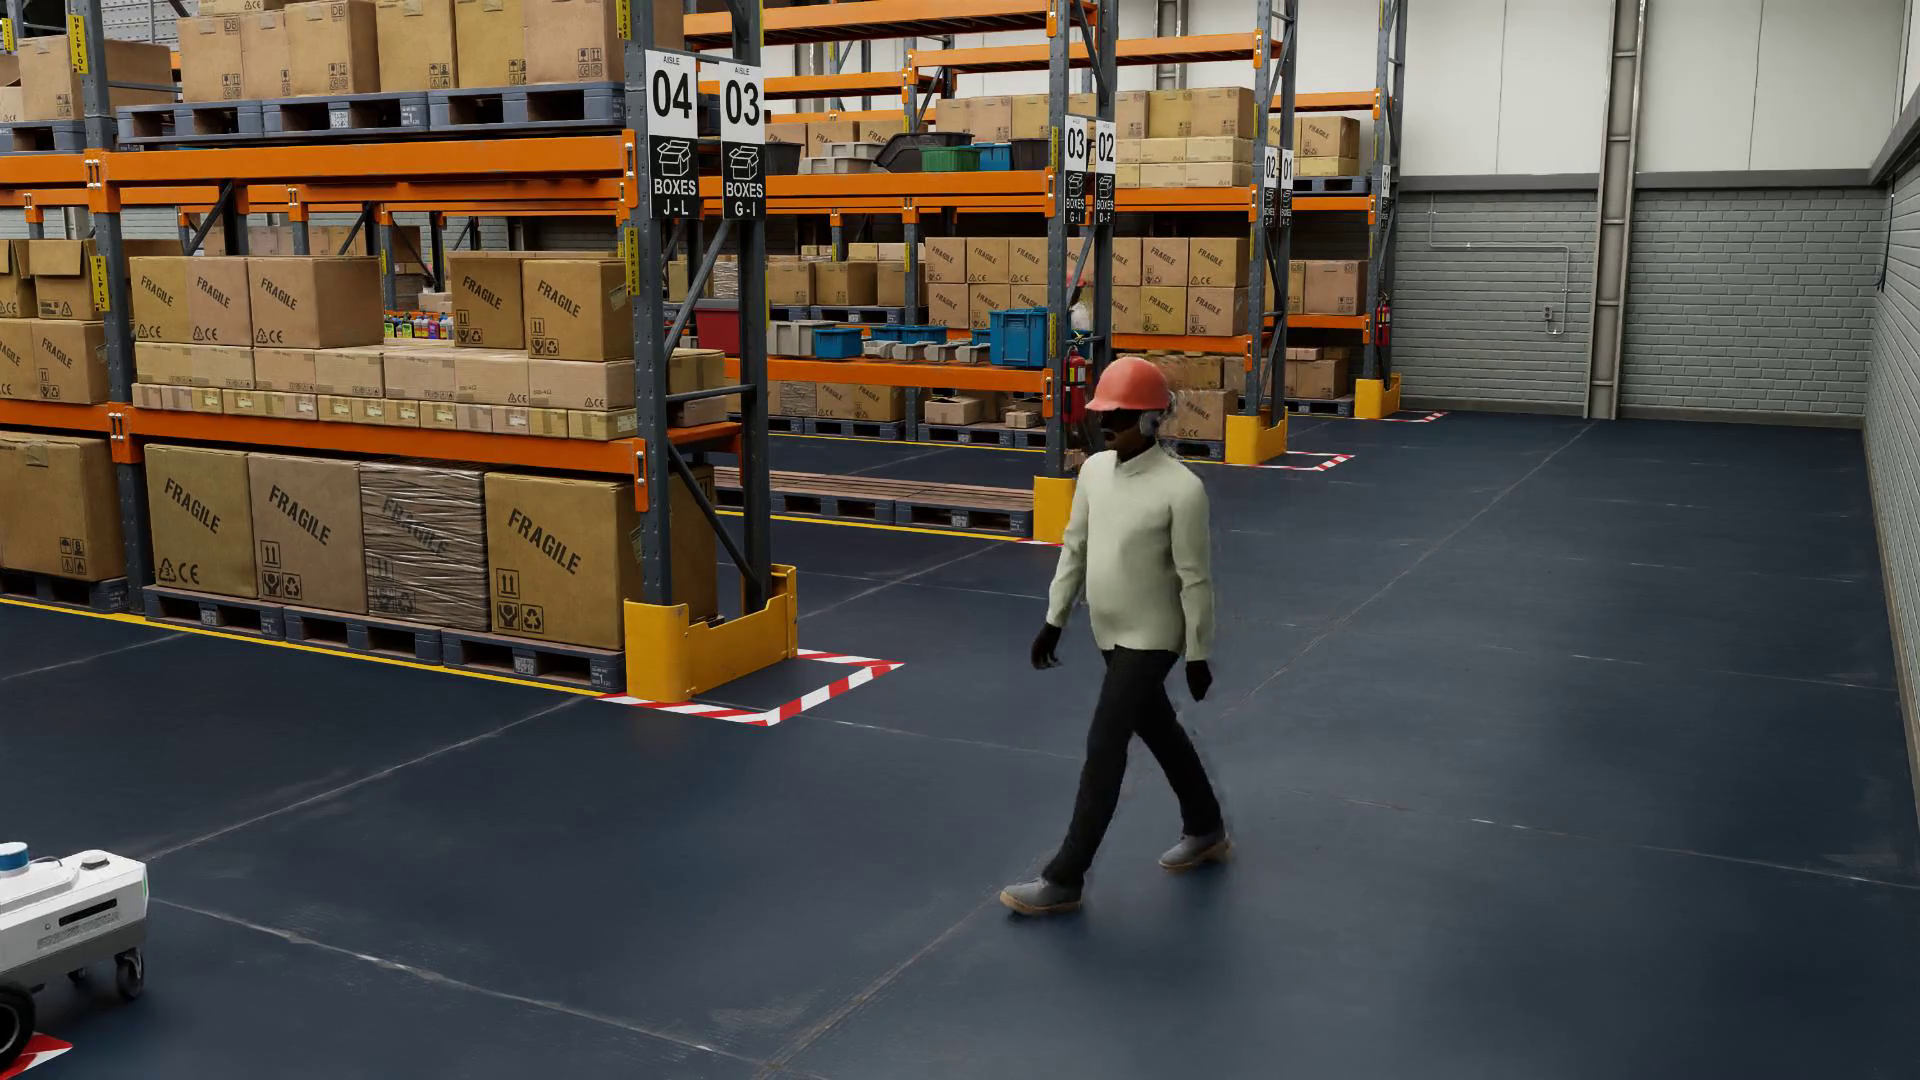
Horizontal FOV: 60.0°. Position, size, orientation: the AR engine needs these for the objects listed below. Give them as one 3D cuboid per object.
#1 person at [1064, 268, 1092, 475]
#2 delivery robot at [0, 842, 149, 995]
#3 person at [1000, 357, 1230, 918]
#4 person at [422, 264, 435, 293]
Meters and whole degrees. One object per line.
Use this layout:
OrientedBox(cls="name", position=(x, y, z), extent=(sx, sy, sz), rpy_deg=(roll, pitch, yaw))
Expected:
OrientedBox(cls="person", position=(1.078, -1.647, 16.340), extent=(0.602, 2.026, 0.606), rpy_deg=(0, 10, 0))
OrientedBox(cls="delivery robot", position=(-2.796, 1.139, 4.929), extent=(0.477, 0.478, 0.707), rpy_deg=(6, 12, 29))
OrientedBox(cls="person", position=(0.618, 0.320, 5.901), extent=(1.050, 1.945, 0.603), rpy_deg=(-5, 12, -27))
OrientedBox(cls="person", position=(-8.595, -3.521, 26.977), extent=(1.022, 1.888, 0.560), rpy_deg=(8, 13, 39))
